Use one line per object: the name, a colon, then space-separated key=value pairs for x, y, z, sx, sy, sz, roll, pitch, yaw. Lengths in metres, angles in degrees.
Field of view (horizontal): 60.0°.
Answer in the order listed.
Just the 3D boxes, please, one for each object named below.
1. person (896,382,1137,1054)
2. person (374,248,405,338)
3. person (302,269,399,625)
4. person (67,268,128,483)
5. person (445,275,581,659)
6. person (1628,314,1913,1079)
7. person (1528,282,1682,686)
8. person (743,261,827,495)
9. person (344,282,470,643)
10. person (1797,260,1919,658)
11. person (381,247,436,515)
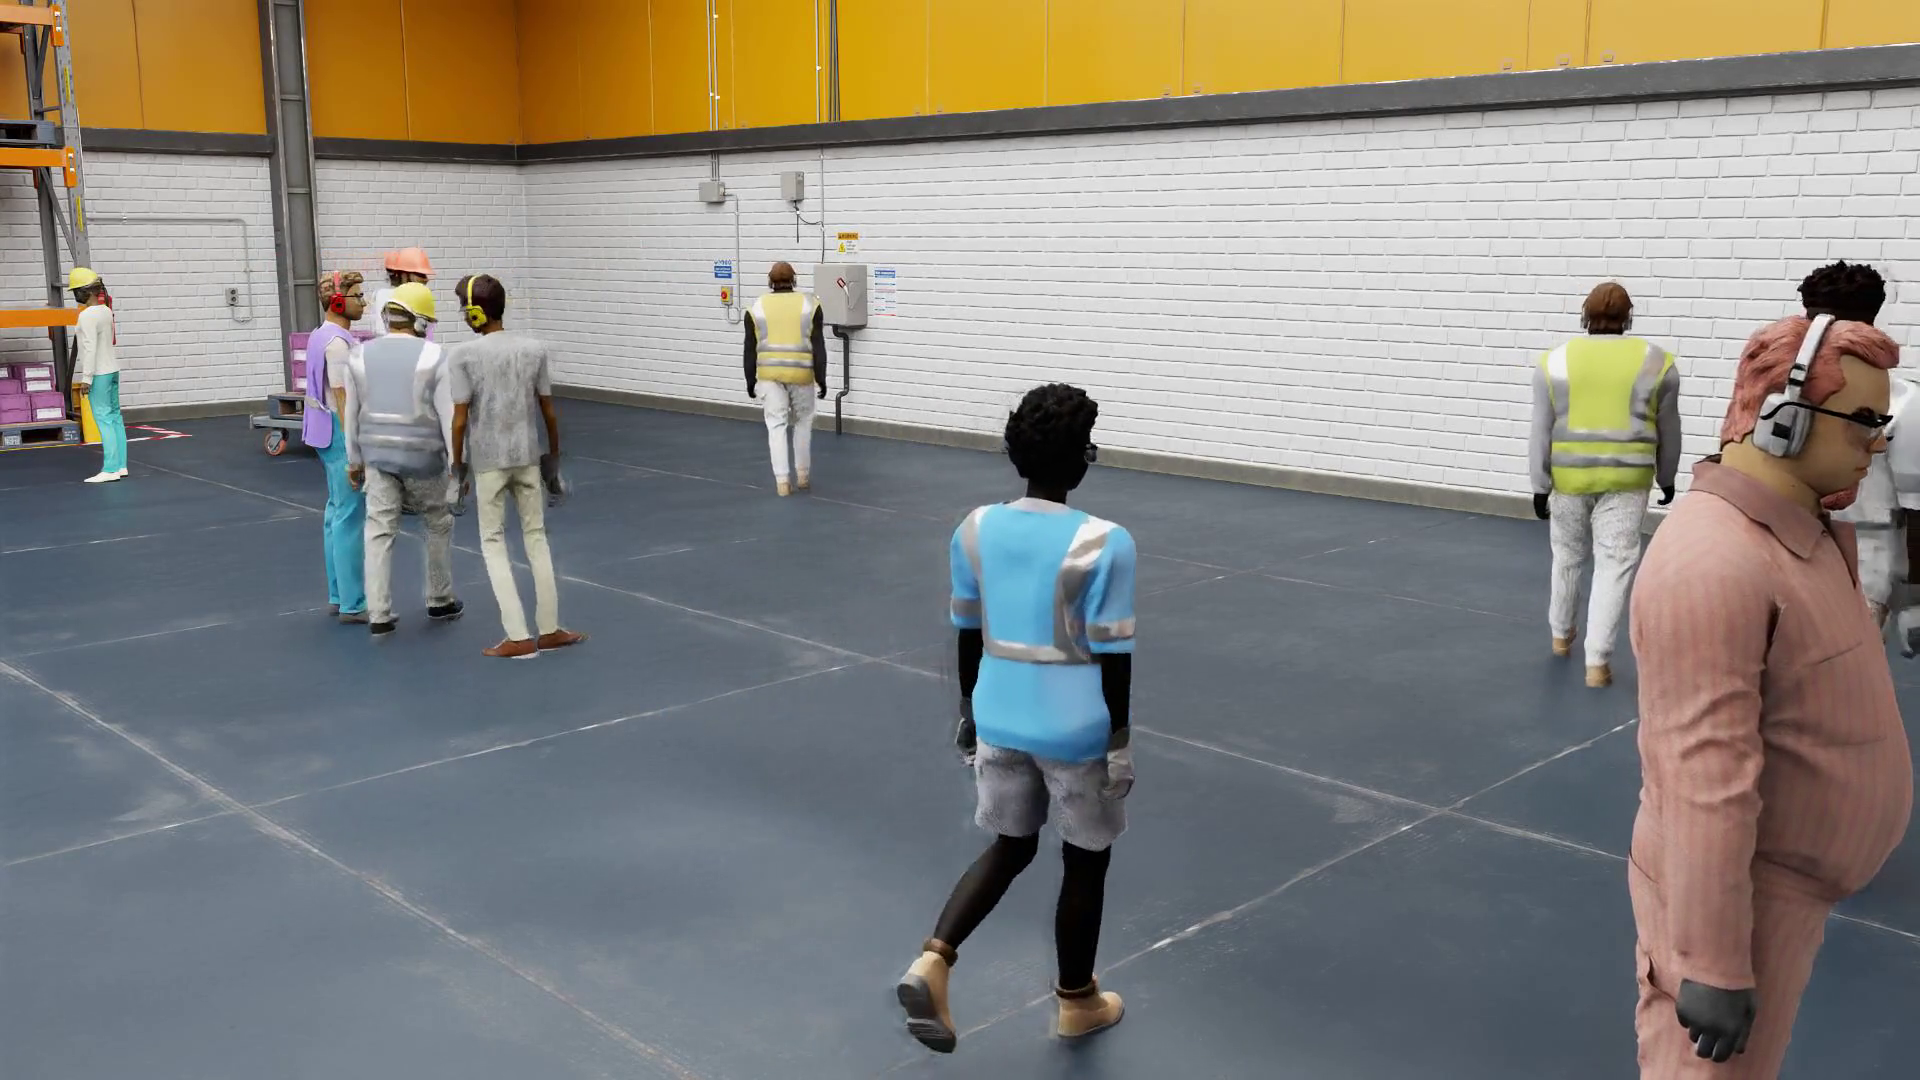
person: x=0.163 y=0.464 z=4.006 sx=0.540 sy=1.679 sz=0.625 roll=9 pitch=14 yaw=41
person: x=-4.845 y=-1.522 z=14.186 sx=0.555 sy=1.914 sz=0.655 roll=10 pitch=14 yaw=43
person: x=-3.222 y=-0.480 z=8.691 sx=0.390 sy=1.846 sz=0.564 roll=-6 pitch=12 yaw=-28
person: x=-7.098 y=-1.349 z=13.671 sx=0.323 sy=1.761 sz=0.523 roll=-2 pitch=11 yaw=-8
person: x=-2.105 y=-0.339 z=7.984 sx=0.687 sy=1.838 sz=0.328 roll=-7 pitch=13 yaw=-35
person: x=1.294 y=0.591 z=2.706 sx=0.409 sy=1.903 sz=0.639 roll=7 pitch=12 yaw=32
person: x=2.984 y=-0.276 z=7.705 sx=0.633 sy=1.808 sz=0.820 roll=5 pitch=12 yaw=27
person: x=-1.382 y=-1.292 z=13.208 sx=0.658 sy=1.807 sz=0.847 roll=0 pitch=10 yaw=-3
person: x=-2.792 y=-0.409 z=8.473 sx=0.692 sy=1.776 sz=0.808 roll=1 pitch=10 yaw=6
person: x=2.595 y=0.119 z=5.149 sx=0.783 sy=1.935 sz=0.631 roll=-3 pitch=11 yaw=-16
person: x=-3.962 y=-1.153 z=12.118 sx=0.377 sy=1.932 sz=0.552 roll=0 pitch=10 yaw=2
